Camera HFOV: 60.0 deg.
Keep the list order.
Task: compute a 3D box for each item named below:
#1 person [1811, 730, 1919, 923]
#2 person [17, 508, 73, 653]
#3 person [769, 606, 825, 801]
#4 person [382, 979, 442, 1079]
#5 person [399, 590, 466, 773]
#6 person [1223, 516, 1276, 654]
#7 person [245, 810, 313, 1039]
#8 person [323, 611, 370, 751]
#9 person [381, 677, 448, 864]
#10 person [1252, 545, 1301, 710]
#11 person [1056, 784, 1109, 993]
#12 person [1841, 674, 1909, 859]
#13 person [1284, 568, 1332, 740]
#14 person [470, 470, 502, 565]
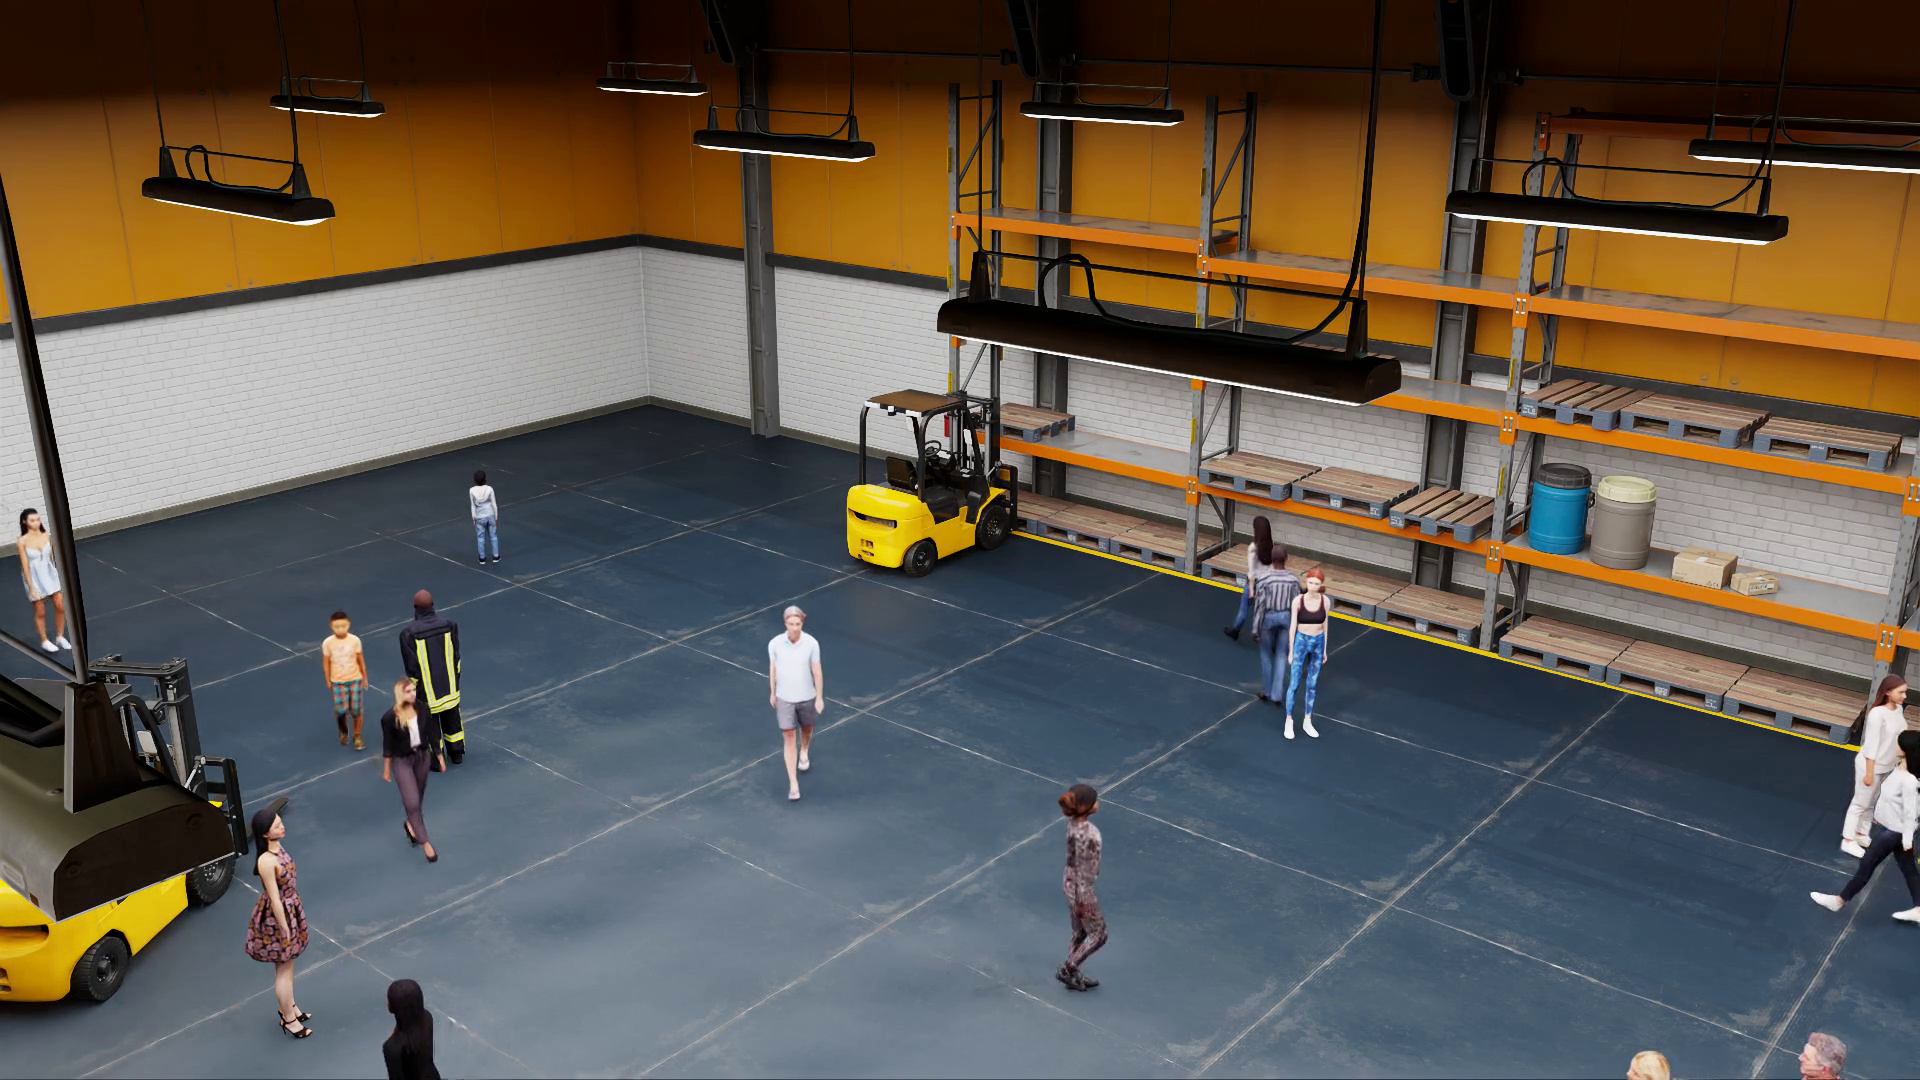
[{"bbox_3d":[7.597,2.344,13.313,1.183,1.648,0.851,7,20,21],"label":"person"},{"bbox_3d":[-10.455,0.450,18.831,0.673,1.715,0.610,12,22,32],"label":"person"},{"bbox_3d":[-1.538,1.460,15.722,1.199,1.787,1.249,-1,19,-4],"label":"person"},{"bbox_3d":[-3.205,3.414,10.042,0.920,1.709,0.816,4,19,11],"label":"person"},{"bbox_3d":[-5.078,1.332,16.047,0.776,1.821,0.710,-16,24,-39],"label":"person"},{"bbox_3d":[3.462,0.551,18.747,0.788,1.578,1.131,-13,23,-34],"label":"person"},{"bbox_3d":[-4.869,2.739,11.941,0.857,1.774,0.778,-6,19,-17],"label":"person"},{"bbox_3d":[-6.094,1.373,16.505,0.658,1.452,0.721,-9,20,-24],"label":"person"},{"bbox_3d":[-4.826,1.949,14.497,0.669,1.640,0.966,-18,25,-42],"label":"person"},{"bbox_3d":[3.293,0.928,17.312,0.841,1.779,0.892,-2,19,-5],"label":"person"},{"bbox_3d":[0.826,2.613,12.421,0.781,1.707,0.729,0,19,1],"label":"person"},{"bbox_3d":[7.960,1.942,14.446,0.644,1.688,0.612,-13,23,-34],"label":"person"},{"bbox_3d":[3.494,1.127,16.713,0.678,1.785,0.736,-2,19,-6],"label":"person"},{"bbox_3d":[-6.239,-0.311,21.804,0.566,1.260,0.612,-5,19,-15],"label":"person"}]
